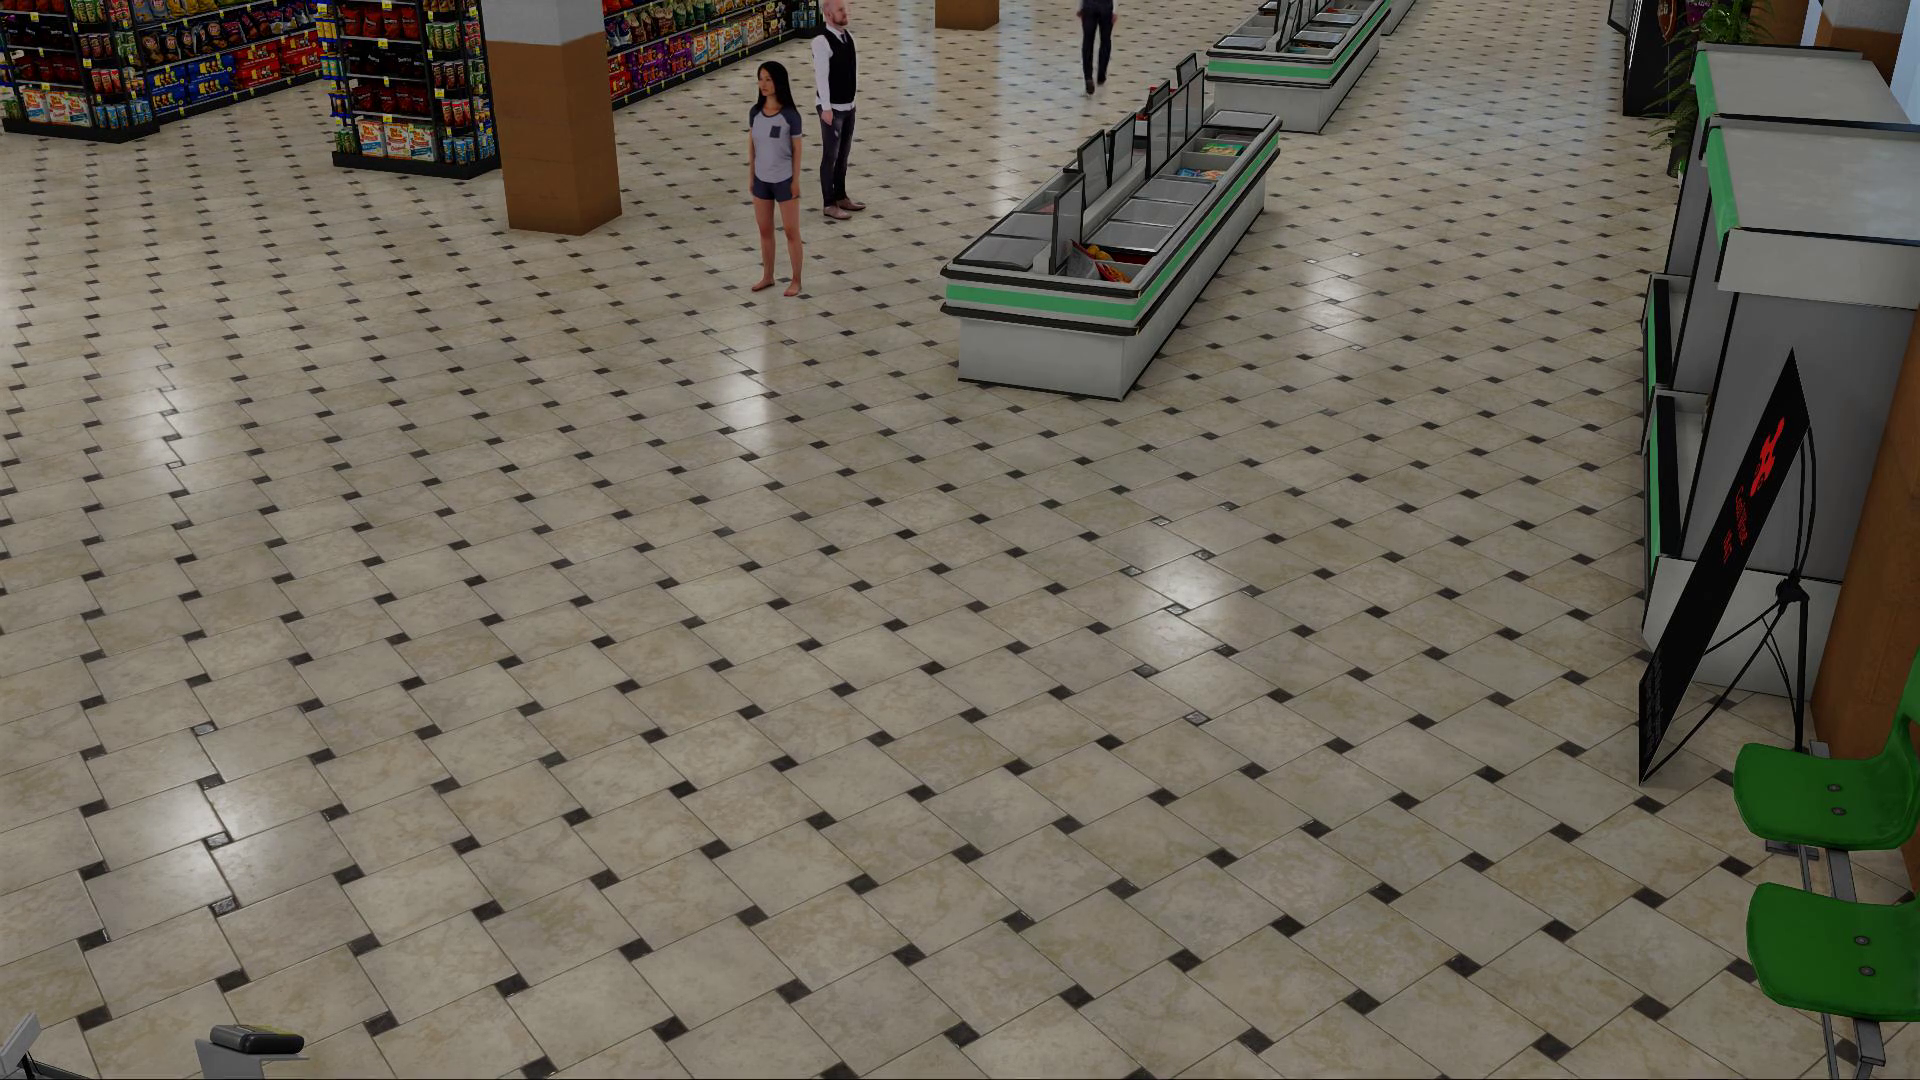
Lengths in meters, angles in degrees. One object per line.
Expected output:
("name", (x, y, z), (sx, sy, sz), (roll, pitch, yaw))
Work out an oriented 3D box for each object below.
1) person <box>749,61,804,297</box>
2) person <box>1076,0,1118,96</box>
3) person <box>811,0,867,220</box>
("person", (-1.352, -2.669, 12.283), (0.619, 1.706, 0.557), (13, 30, 24))
("person", (1.525, -5.939, 18.568), (0.794, 1.852, 1.249), (4, 27, 8))
("person", (-1.047, -3.679, 14.144), (0.743, 1.824, 0.524), (10, 29, 20))
